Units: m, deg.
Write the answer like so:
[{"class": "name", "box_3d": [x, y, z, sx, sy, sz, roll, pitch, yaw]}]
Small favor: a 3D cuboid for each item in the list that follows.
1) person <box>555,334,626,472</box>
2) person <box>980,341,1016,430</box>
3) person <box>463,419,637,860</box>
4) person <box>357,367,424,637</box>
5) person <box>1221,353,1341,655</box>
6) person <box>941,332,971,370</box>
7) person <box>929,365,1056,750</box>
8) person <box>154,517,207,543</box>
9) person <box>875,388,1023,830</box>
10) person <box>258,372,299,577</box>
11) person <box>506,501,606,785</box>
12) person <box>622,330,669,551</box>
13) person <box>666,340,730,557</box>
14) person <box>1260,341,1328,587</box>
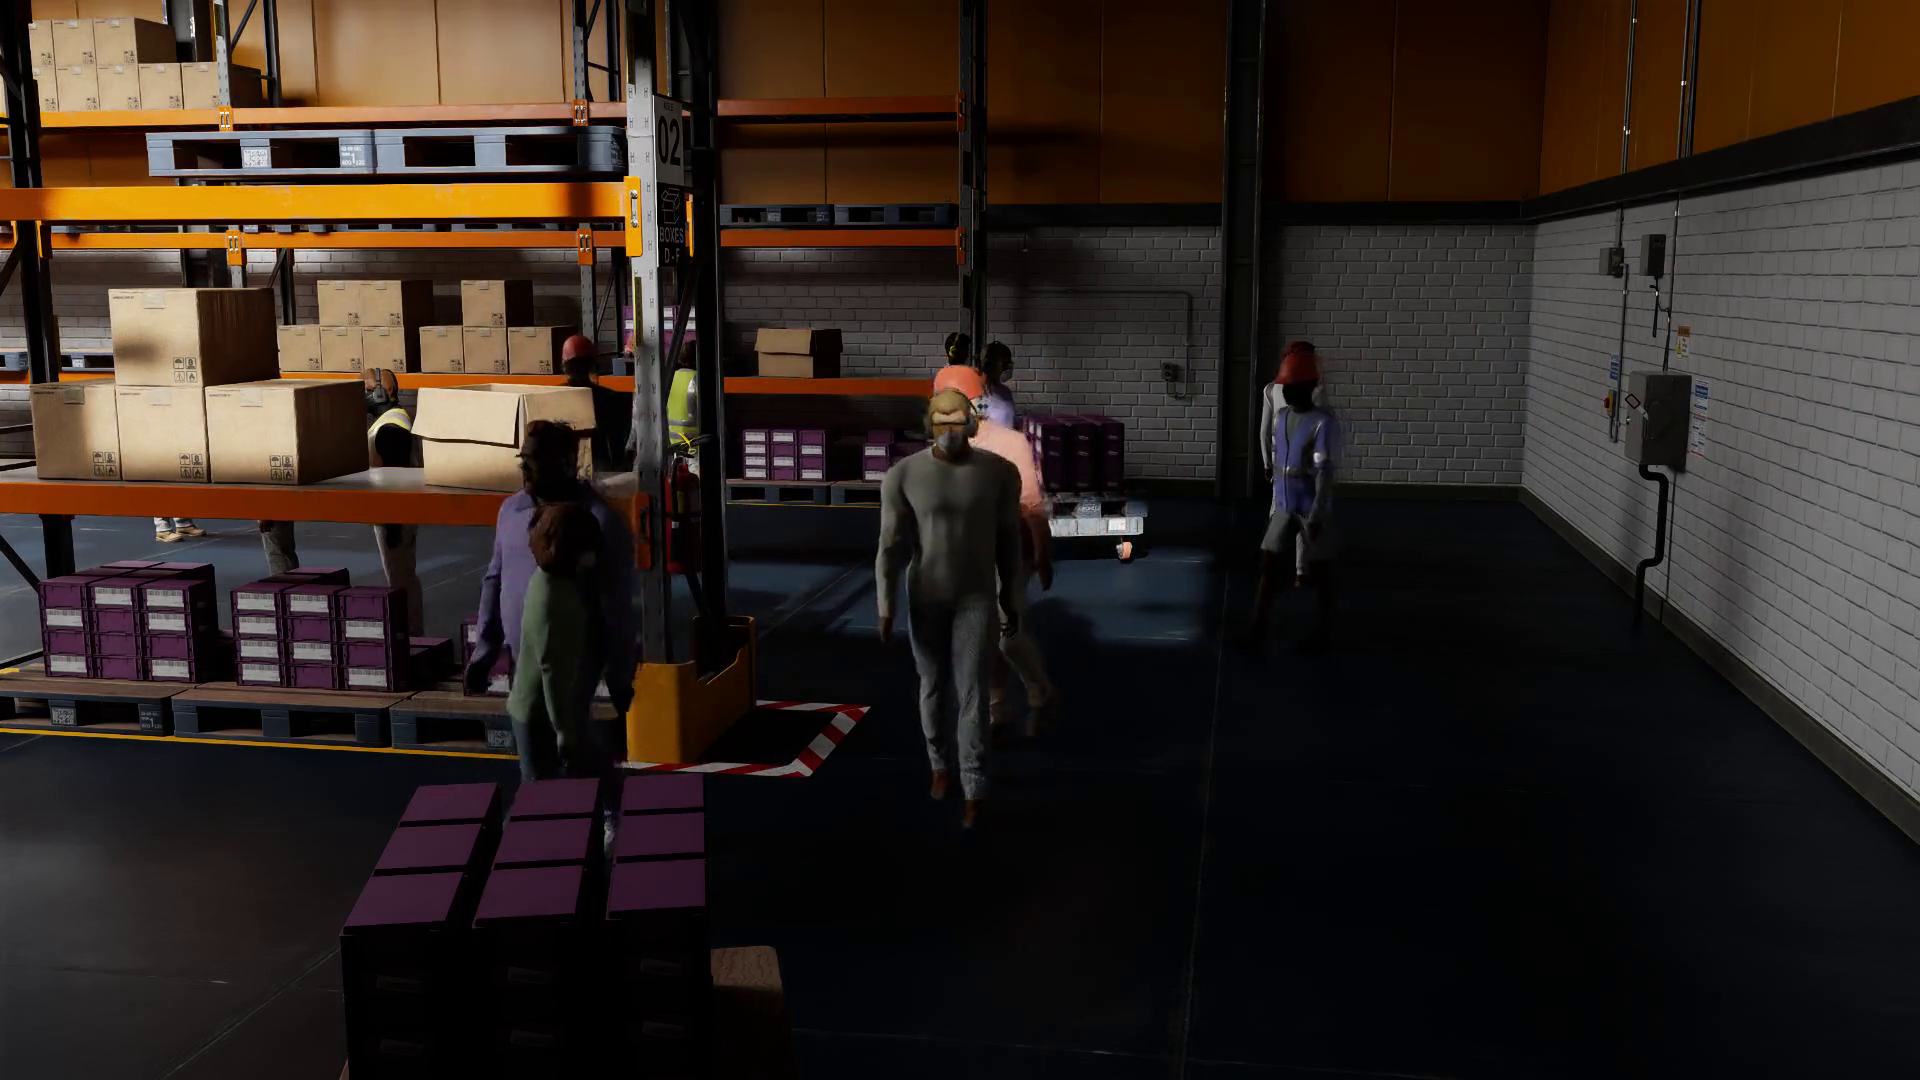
[{"class": "person", "box_3d": [-2.628, -0.434, 11.564, 0.631, 1.982, 0.653, -4, 10, -24]}, {"class": "person", "box_3d": [0.211, -0.430, 11.695, 0.359, 1.933, 0.629, 4, 10, 23]}, {"class": "person", "box_3d": [-1.580, 0.452, 6.483, 0.648, 1.864, 0.955, 8, 12, 40]}, {"class": "person", "box_3d": [-3.488, -0.134, 10.184, 0.430, 1.837, 0.625, -4, 10, -22]}, {"class": "person", "box_3d": [2.019, -0.194, 10.309, 0.902, 1.900, 0.575, -6, 11, -33]}, {"class": "person", "box_3d": [-0.048, -0.954, 15.154, 0.328, 1.865, 0.519, 0, 9, -1]}, {"class": "person", "box_3d": [0.127, 0.096, 8.345, 0.646, 1.956, 0.597, 7, 12, 38]}, {"class": "person", "box_3d": [-7.061, -0.908, 14.935, 0.429, 1.841, 0.633, 2, 9, 14]}, {"class": "person", "box_3d": [-0.044, 0.284, 7.352, 0.652, 1.902, 0.841, 0, 9, -1]}, {"class": "person", "box_3d": [-4.536, -0.260, 10.936, 0.403, 1.835, 0.588, -3, 10, -17]}, {"class": "person", "box_3d": [-1.508, 0.644, 6.041, 0.488, 1.598, 0.517, 0, 9, -2]}, {"class": "person", "box_3d": [-2.718, -0.850, 14.320, 0.417, 1.922, 0.557, -1, 9, -7]}, {"class": "person", "box_3d": [-2.220, -0.760, 14.007, 0.625, 1.846, 0.429, 8, 12, 40]}, {"class": "person", "box_3d": [2.584, -0.582, 12.781, 0.587, 1.882, 0.342, 9, 13, 44]}]
